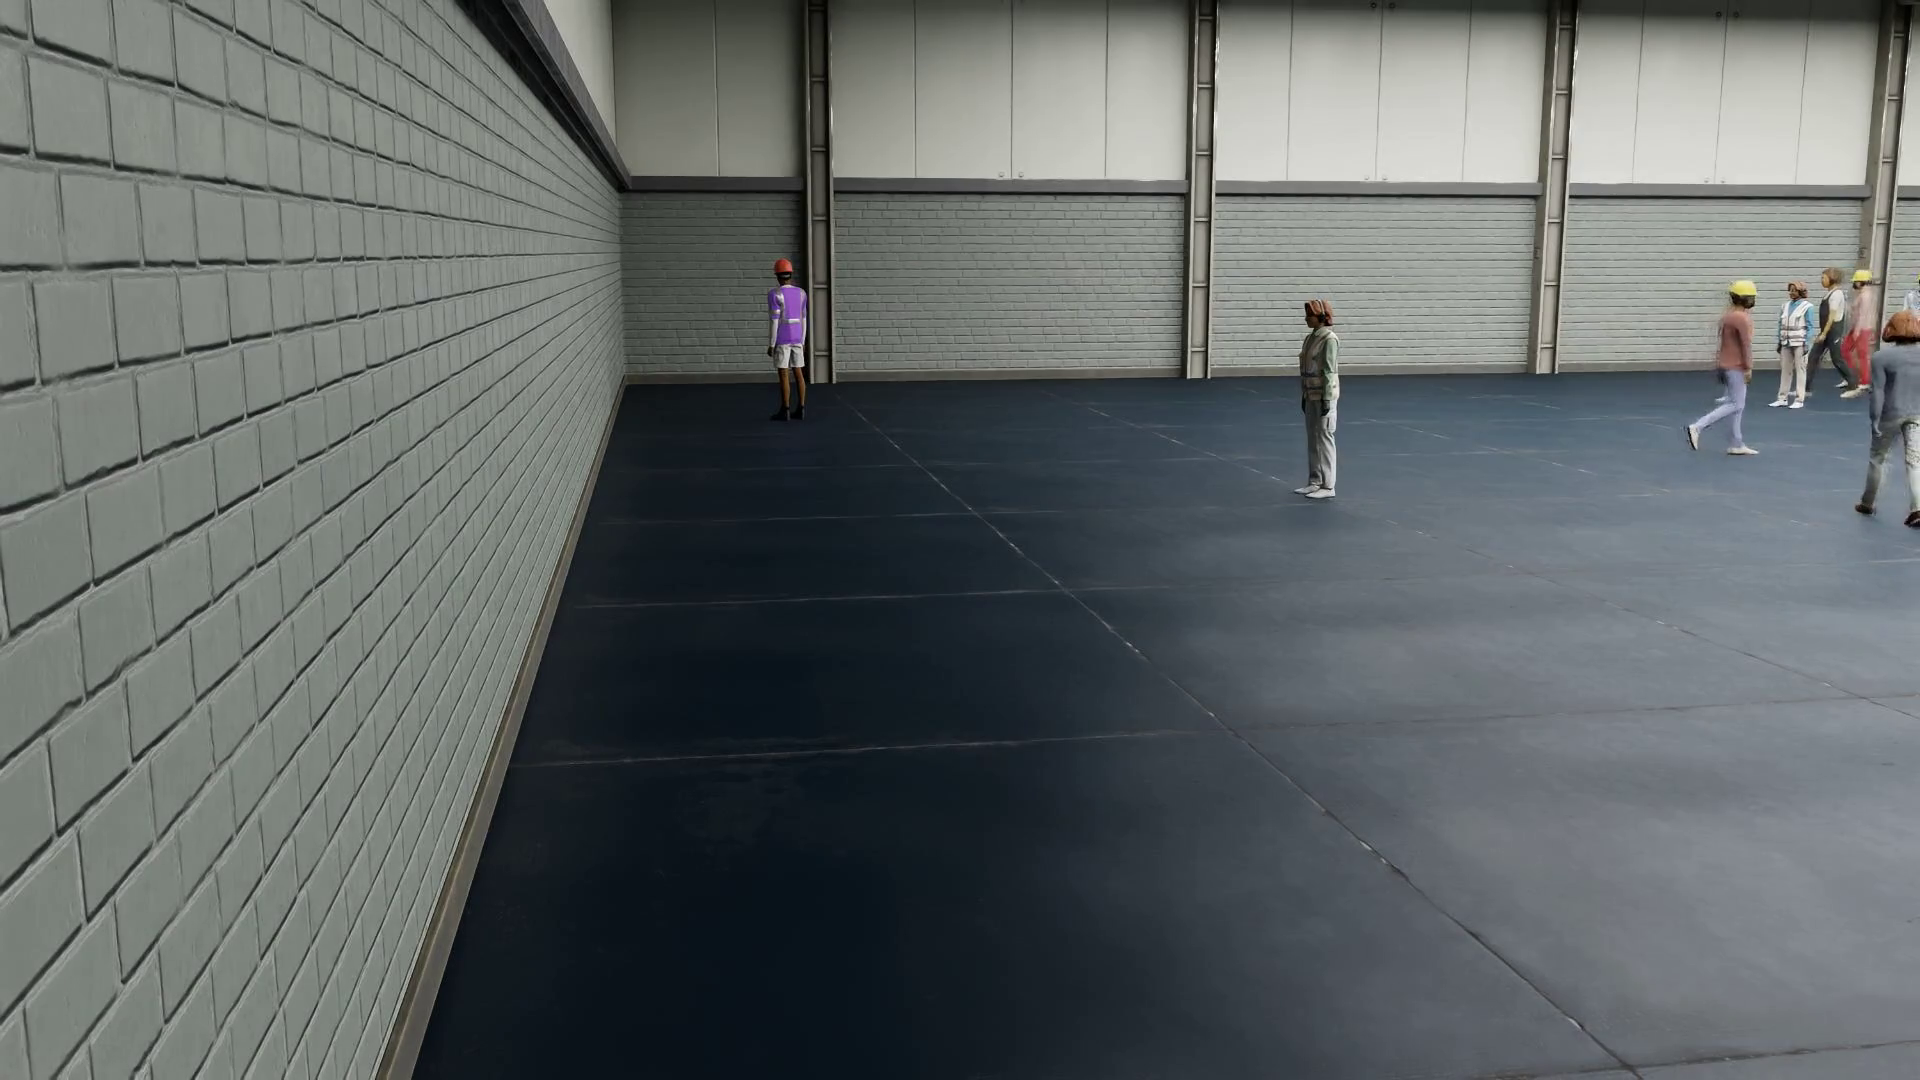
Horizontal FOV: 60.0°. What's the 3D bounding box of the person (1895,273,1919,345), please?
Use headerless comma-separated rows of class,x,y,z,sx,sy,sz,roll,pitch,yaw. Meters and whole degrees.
person,12.997,-2.773,22.511,0.893,1.787,0.626,-8,13,-39

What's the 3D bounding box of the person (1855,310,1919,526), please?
person,7.020,-0.915,12.417,0.494,1.591,0.873,1,10,7

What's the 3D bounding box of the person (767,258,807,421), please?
person,-2.085,-2.390,19.911,0.547,1.934,0.375,-9,13,-42

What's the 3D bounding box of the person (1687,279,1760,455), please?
person,7.606,-1.700,16.459,0.662,1.747,0.531,1,10,7

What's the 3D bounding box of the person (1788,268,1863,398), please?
person,12.017,-2.844,22.920,0.932,1.807,0.509,1,10,8

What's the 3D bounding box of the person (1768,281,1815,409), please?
person,10.770,-2.514,21.465,0.315,1.641,0.515,-3,10,-19

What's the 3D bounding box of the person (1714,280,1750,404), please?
person,10.313,-2.627,22.128,0.308,1.638,0.511,1,10,8

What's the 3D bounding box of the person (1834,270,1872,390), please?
person,13.057,-3.063,24.288,0.567,1.745,0.559,4,10,19

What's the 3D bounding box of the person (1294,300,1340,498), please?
person,2.953,-1.157,13.693,0.315,1.629,0.509,-2,10,-13
